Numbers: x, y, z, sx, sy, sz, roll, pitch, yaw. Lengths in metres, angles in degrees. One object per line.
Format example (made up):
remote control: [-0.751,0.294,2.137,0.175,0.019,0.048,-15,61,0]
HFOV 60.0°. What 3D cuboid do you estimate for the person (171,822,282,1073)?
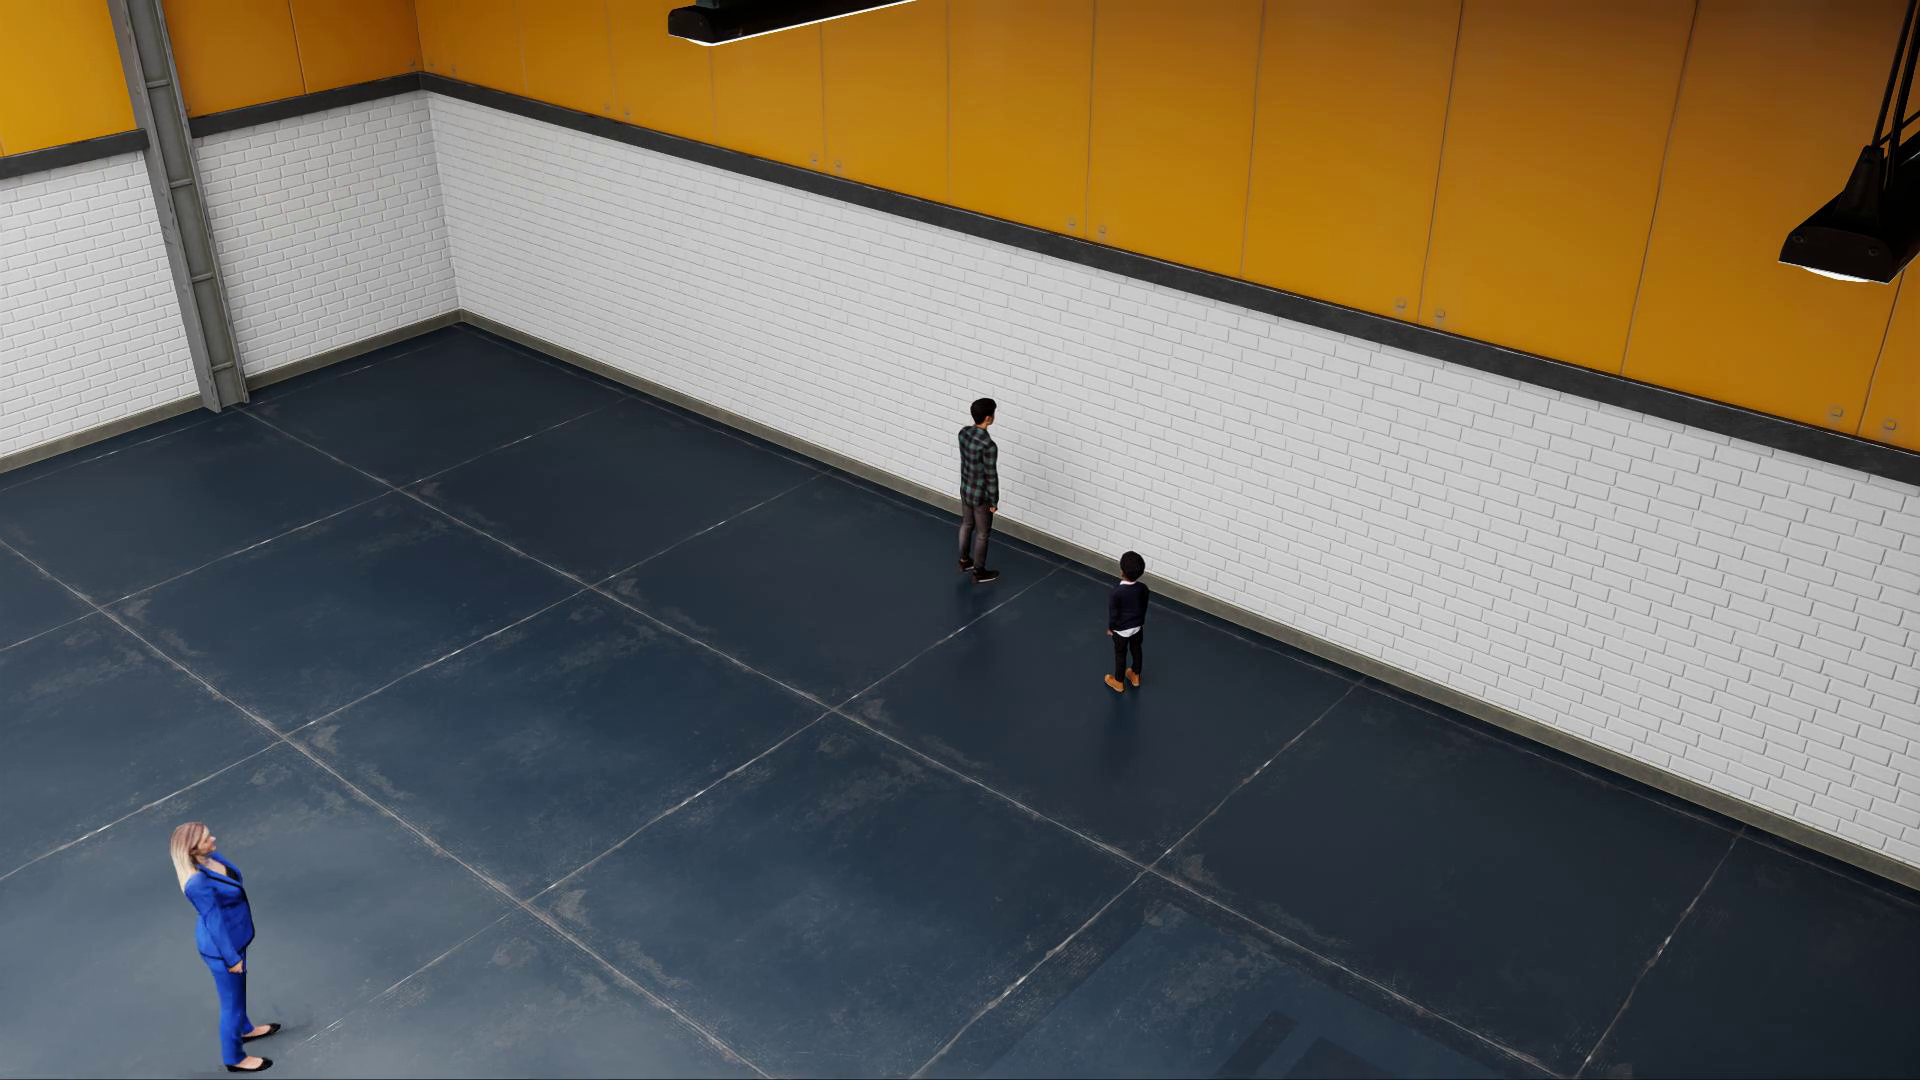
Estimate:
person: [-4.266,2.319,9.564,0.712,1.711,0.708,-12,31,-20]

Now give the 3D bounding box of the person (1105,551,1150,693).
person: [1.333,0.636,13.155,0.548,1.227,0.640,-12,31,-22]

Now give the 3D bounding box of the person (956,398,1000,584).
person: [0.138,-0.454,14.494,0.596,1.709,0.702,-20,34,-32]
